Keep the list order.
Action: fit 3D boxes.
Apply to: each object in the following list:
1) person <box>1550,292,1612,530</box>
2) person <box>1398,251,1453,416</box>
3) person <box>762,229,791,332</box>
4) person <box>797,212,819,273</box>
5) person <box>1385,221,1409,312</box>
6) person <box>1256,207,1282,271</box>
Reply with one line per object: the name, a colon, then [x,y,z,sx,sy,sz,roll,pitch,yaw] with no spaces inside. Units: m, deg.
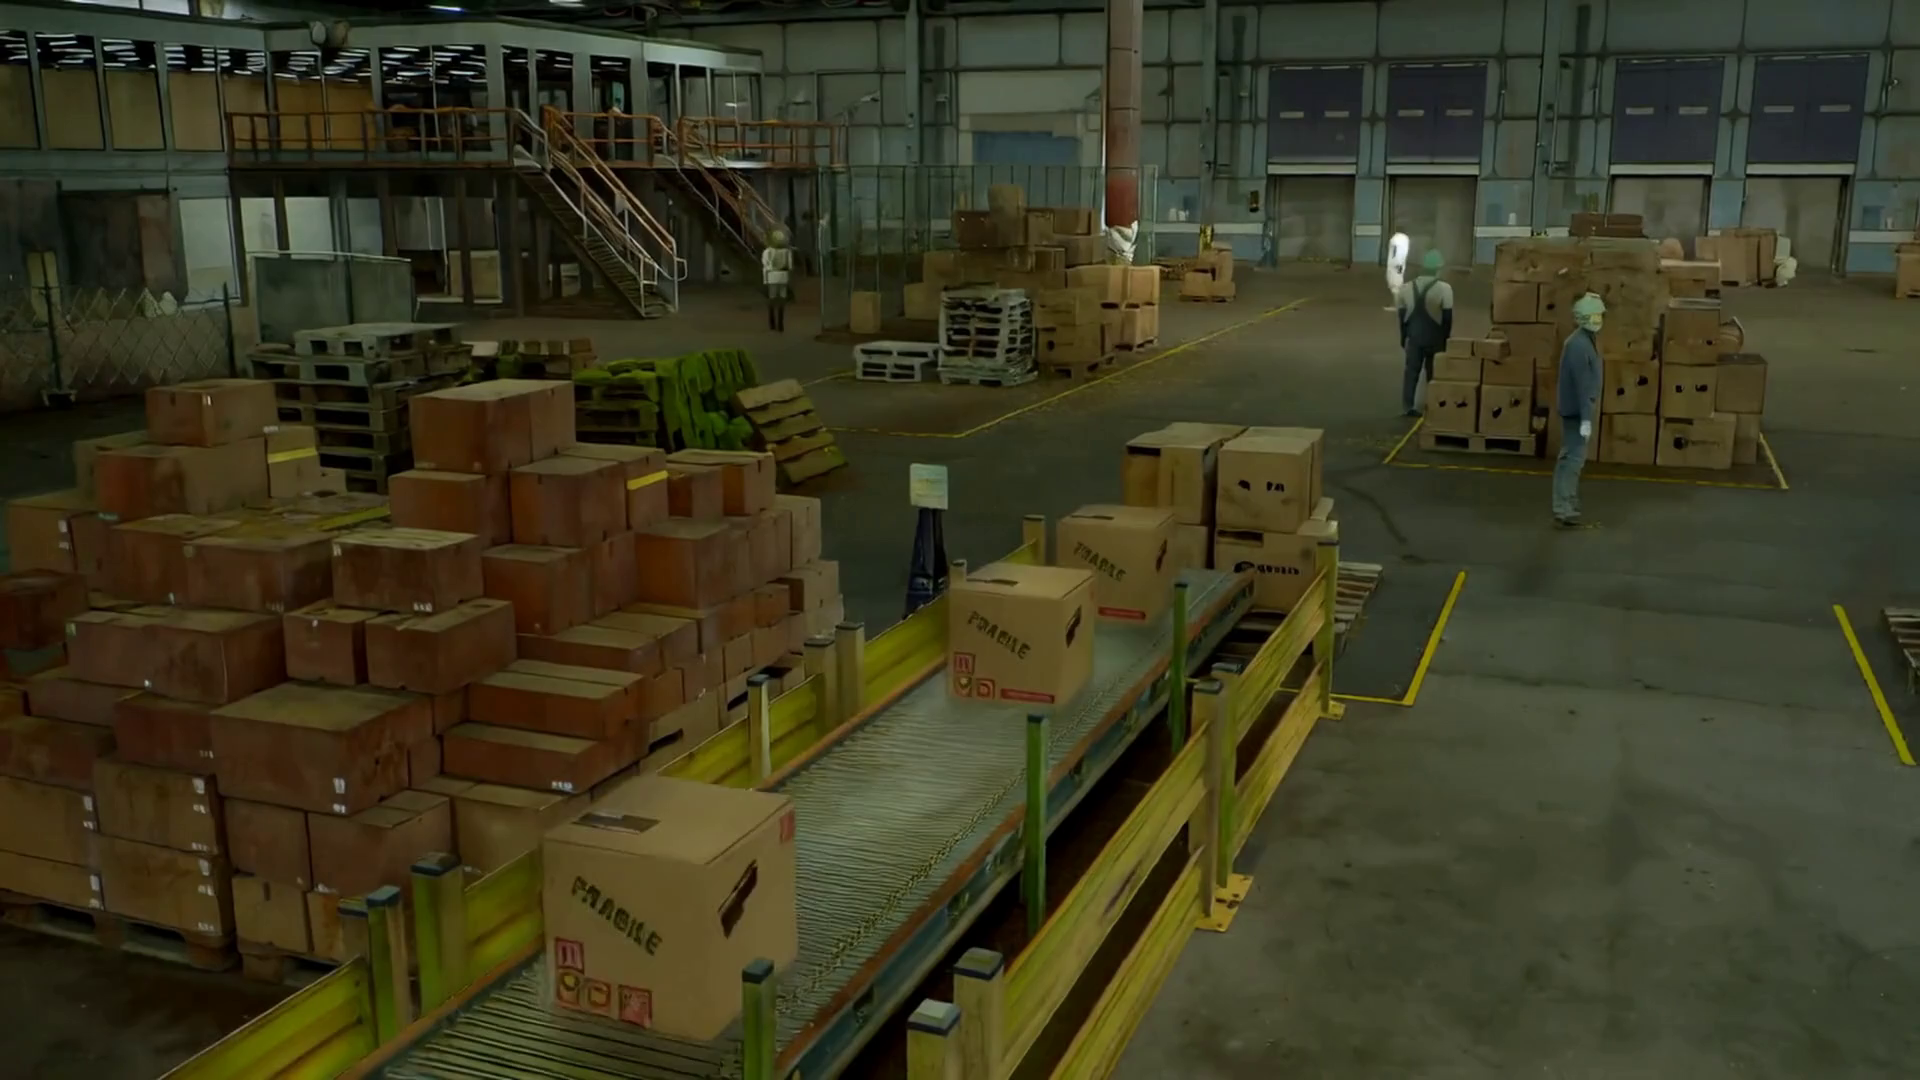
person: [5.247,-1.090,14.080,0.381,1.995,0.611,1,13,7]
person: [5.750,-2.525,20.412,0.689,2.000,0.538,11,17,41]
person: [-3.441,-4.871,31.198,0.558,1.925,0.629,-3,13,-13]
person: [-4.486,-8.689,48.648,0.978,1.790,0.643,6,14,26]
person: [9.302,-5.794,35.332,0.647,1.929,0.494,-9,15,-34]
person: [9.278,-9.027,49.878,0.901,1.920,0.611,11,17,41]
